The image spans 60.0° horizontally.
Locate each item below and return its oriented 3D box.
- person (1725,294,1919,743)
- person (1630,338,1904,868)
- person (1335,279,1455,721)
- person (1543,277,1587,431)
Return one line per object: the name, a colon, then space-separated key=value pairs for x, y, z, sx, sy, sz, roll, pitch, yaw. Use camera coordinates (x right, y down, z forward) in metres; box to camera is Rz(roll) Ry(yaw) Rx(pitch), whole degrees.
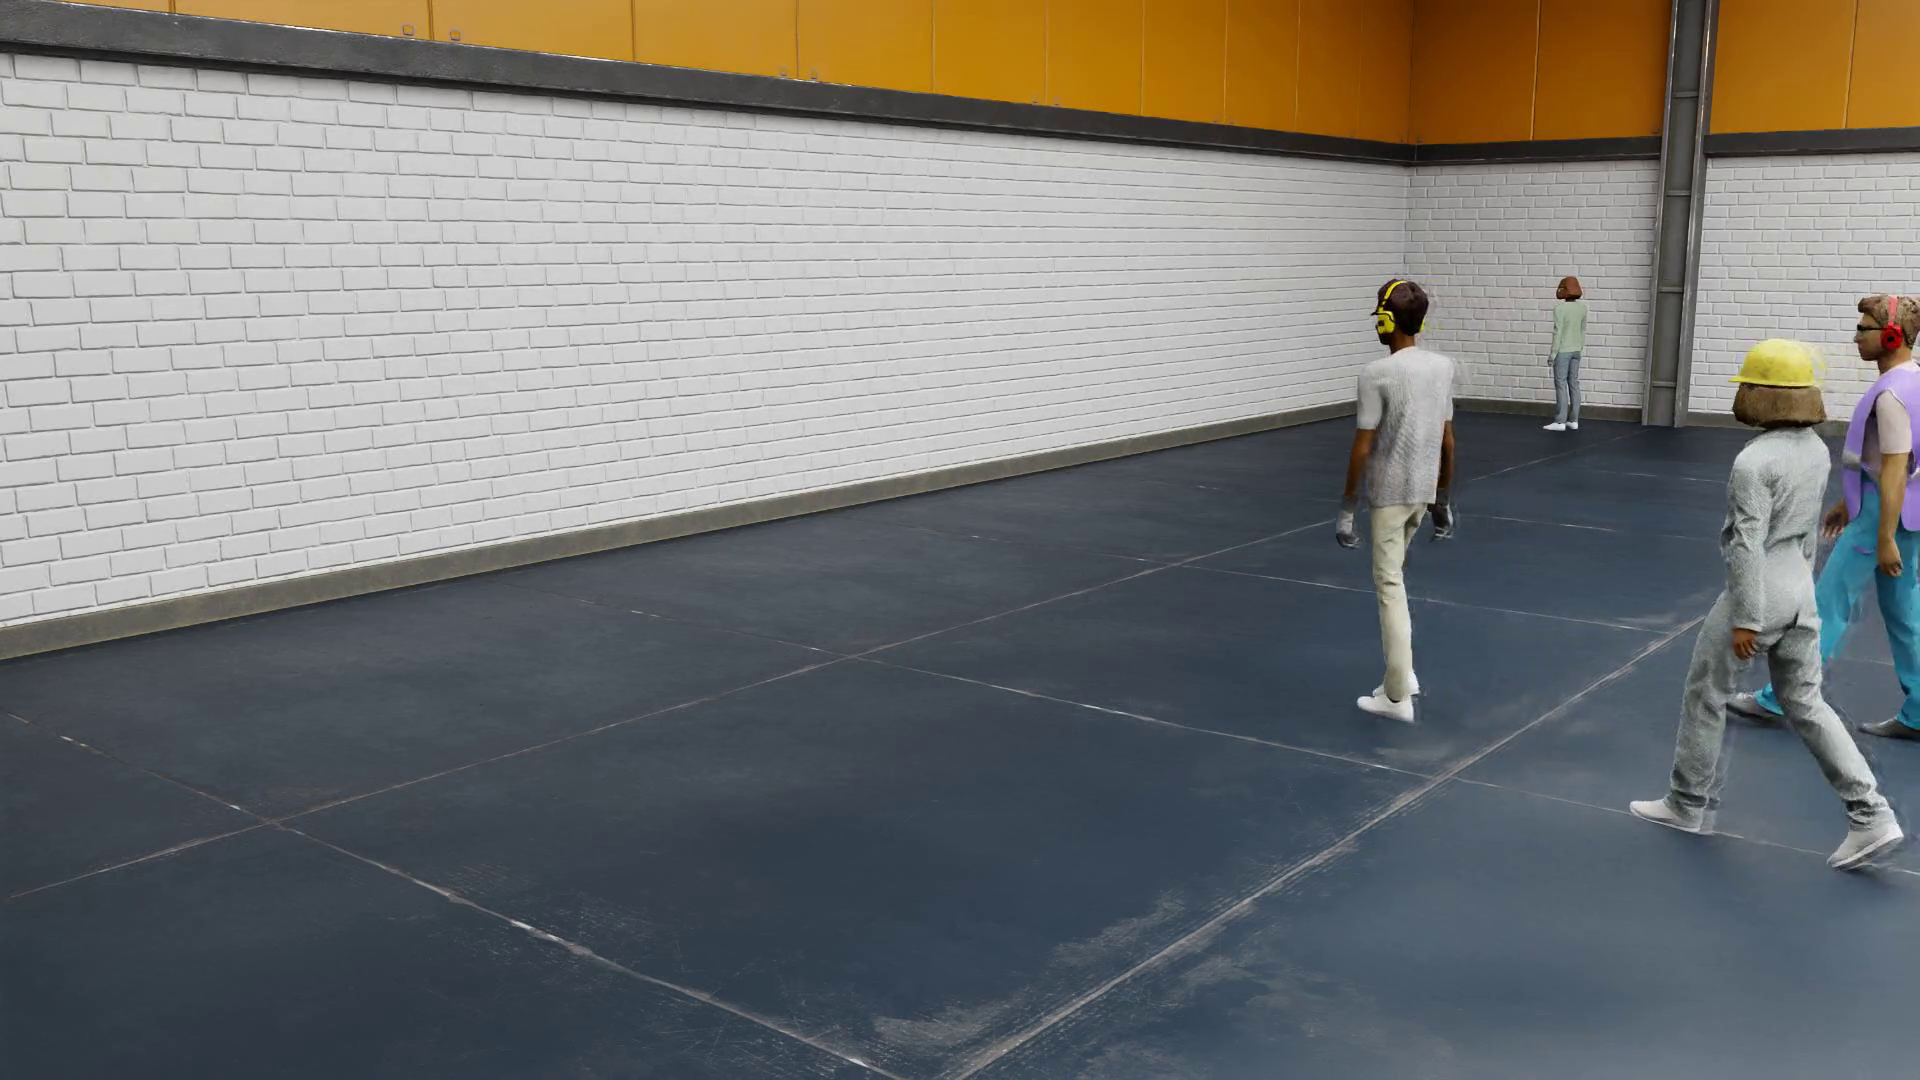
person: x=3.623 y=-0.083 z=6.751 sx=0.830 sy=1.807 sz=0.577 roll=9 pitch=13 yaw=40
person: x=2.682 y=0.198 z=5.428 sx=0.487 sy=1.708 sz=0.850 roll=-7 pitch=12 yaw=-33
person: x=1.806 y=-0.165 z=7.047 sx=0.552 sy=1.857 sz=0.494 roll=-6 pitch=12 yaw=-31
person: x=6.466 y=-1.983 z=17.744 sx=0.509 sy=1.632 sz=0.269 roll=-7 pitch=12 yaw=-32
